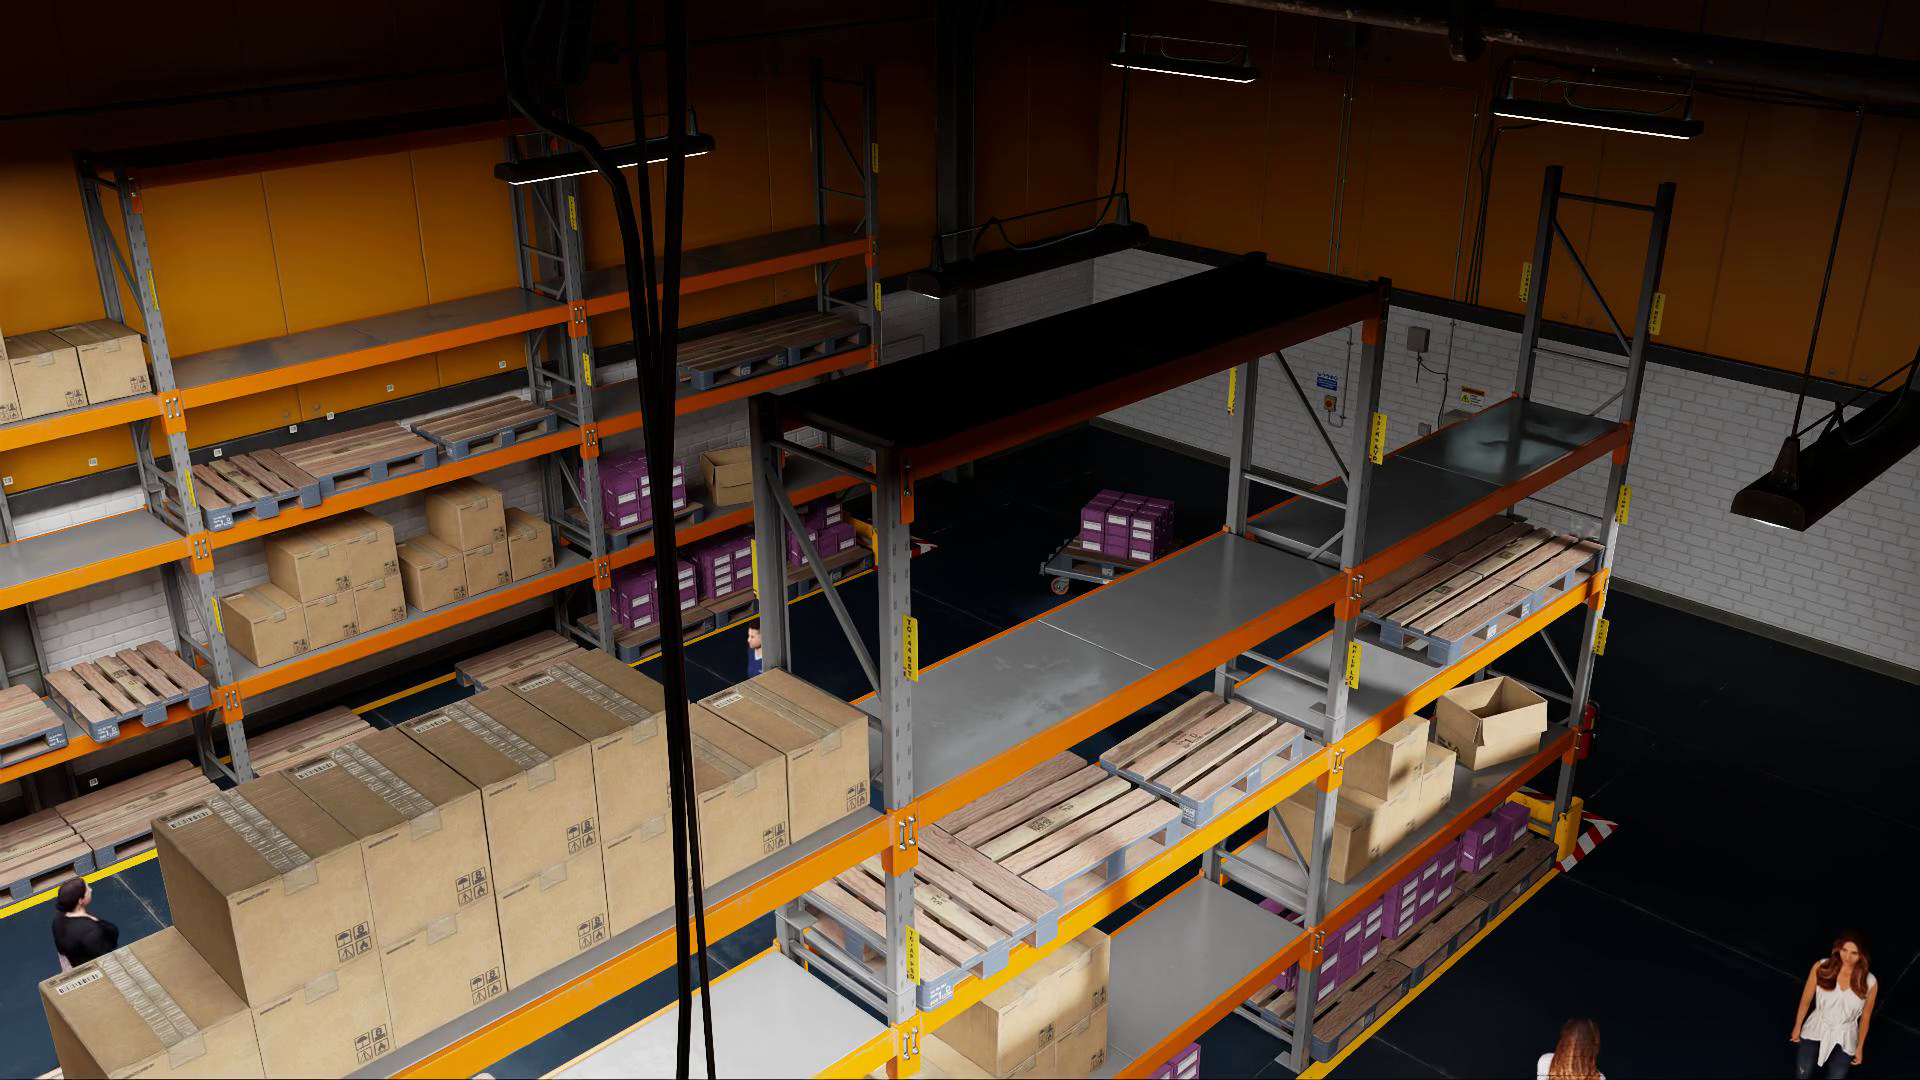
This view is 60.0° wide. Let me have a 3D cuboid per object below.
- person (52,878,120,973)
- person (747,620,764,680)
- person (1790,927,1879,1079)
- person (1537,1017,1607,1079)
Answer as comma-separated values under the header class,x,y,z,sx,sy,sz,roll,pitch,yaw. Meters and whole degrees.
class,x,y,z,sx,sy,sz,roll,pitch,yaw
person,-6.232,3.246,11.809,0.735,1.713,1.167,17,29,33
person,-1.797,1.565,15.487,0.550,1.846,0.629,-19,30,-37
person,5.943,3.400,11.366,0.653,1.784,0.612,13,27,27
person,3.779,3.807,10.491,0.758,1.741,1.124,14,27,29
